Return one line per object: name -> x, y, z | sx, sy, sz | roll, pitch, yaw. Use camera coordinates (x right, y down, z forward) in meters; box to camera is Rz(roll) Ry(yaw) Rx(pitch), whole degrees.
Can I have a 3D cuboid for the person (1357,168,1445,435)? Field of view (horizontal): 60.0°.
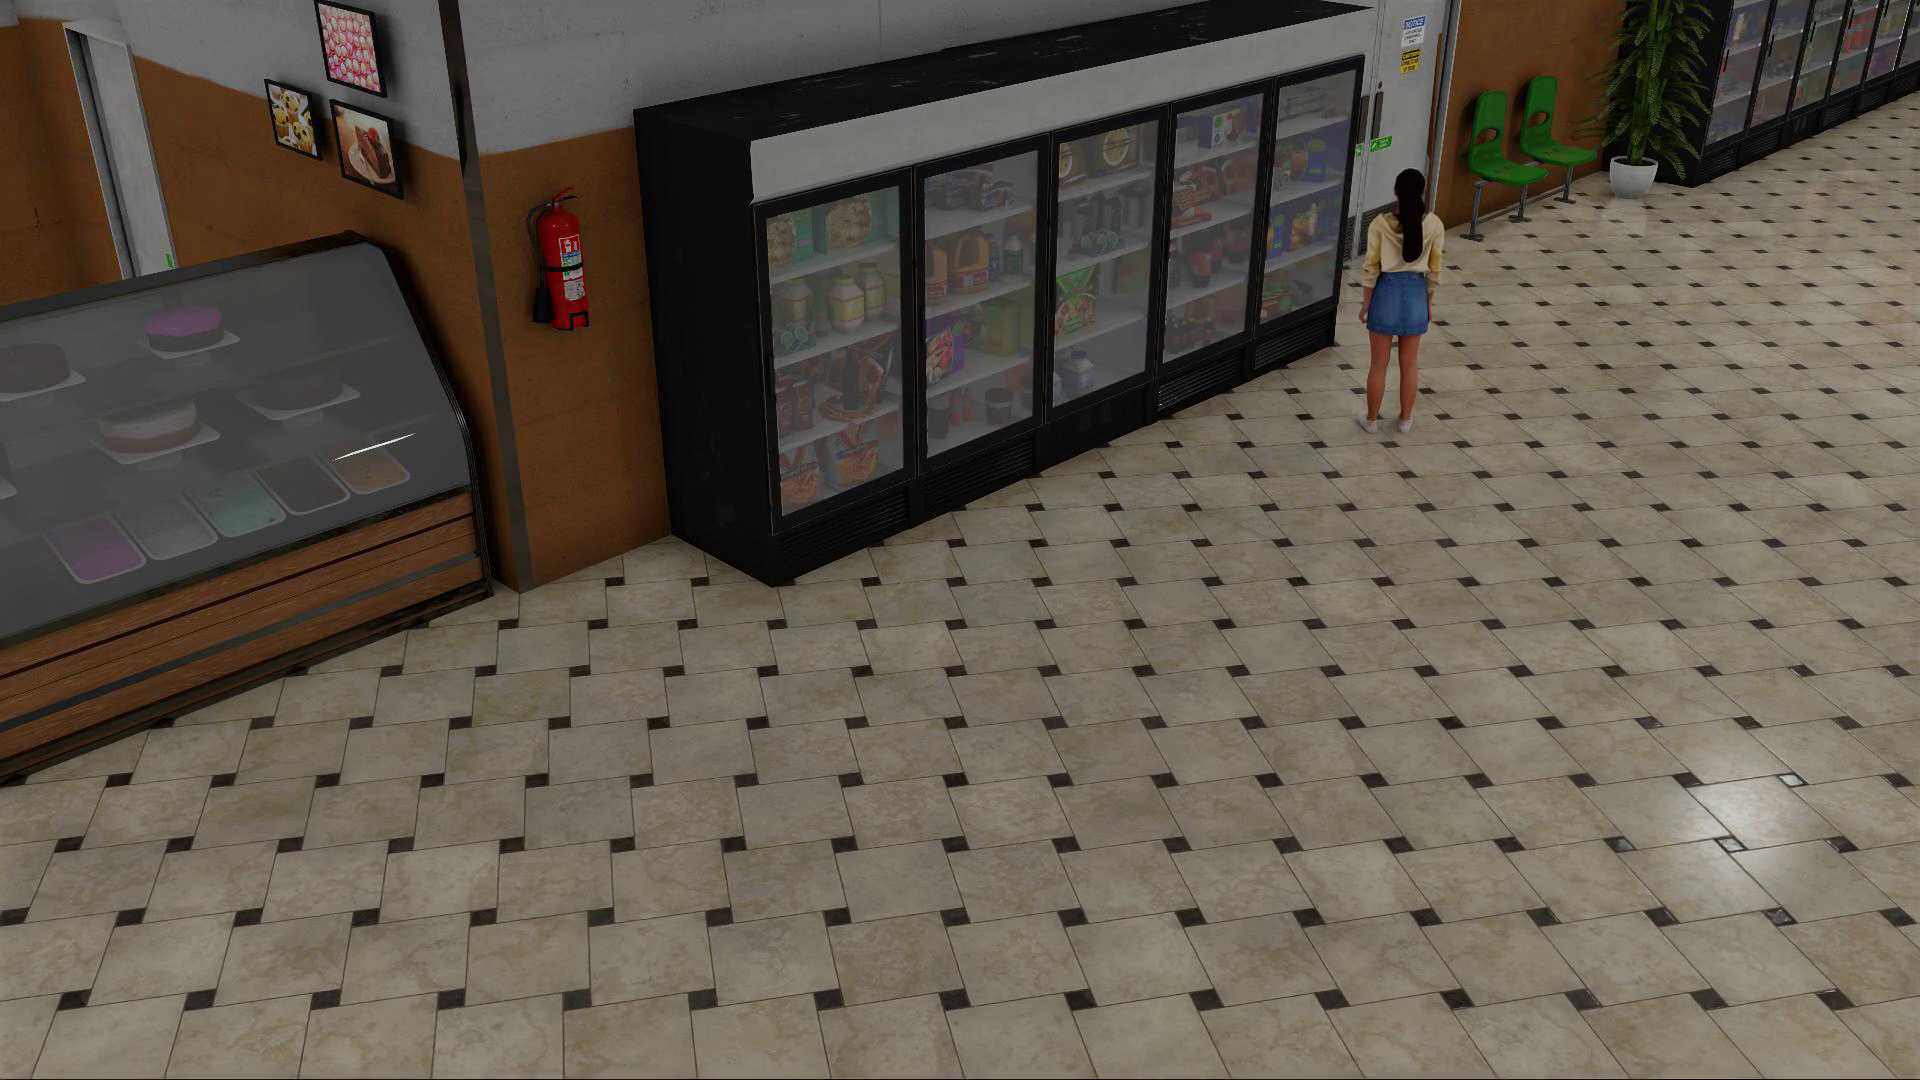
person -> 2.645, -1.430, 10.044 | 0.703, 1.631, 0.777 | 1, 27, 3
